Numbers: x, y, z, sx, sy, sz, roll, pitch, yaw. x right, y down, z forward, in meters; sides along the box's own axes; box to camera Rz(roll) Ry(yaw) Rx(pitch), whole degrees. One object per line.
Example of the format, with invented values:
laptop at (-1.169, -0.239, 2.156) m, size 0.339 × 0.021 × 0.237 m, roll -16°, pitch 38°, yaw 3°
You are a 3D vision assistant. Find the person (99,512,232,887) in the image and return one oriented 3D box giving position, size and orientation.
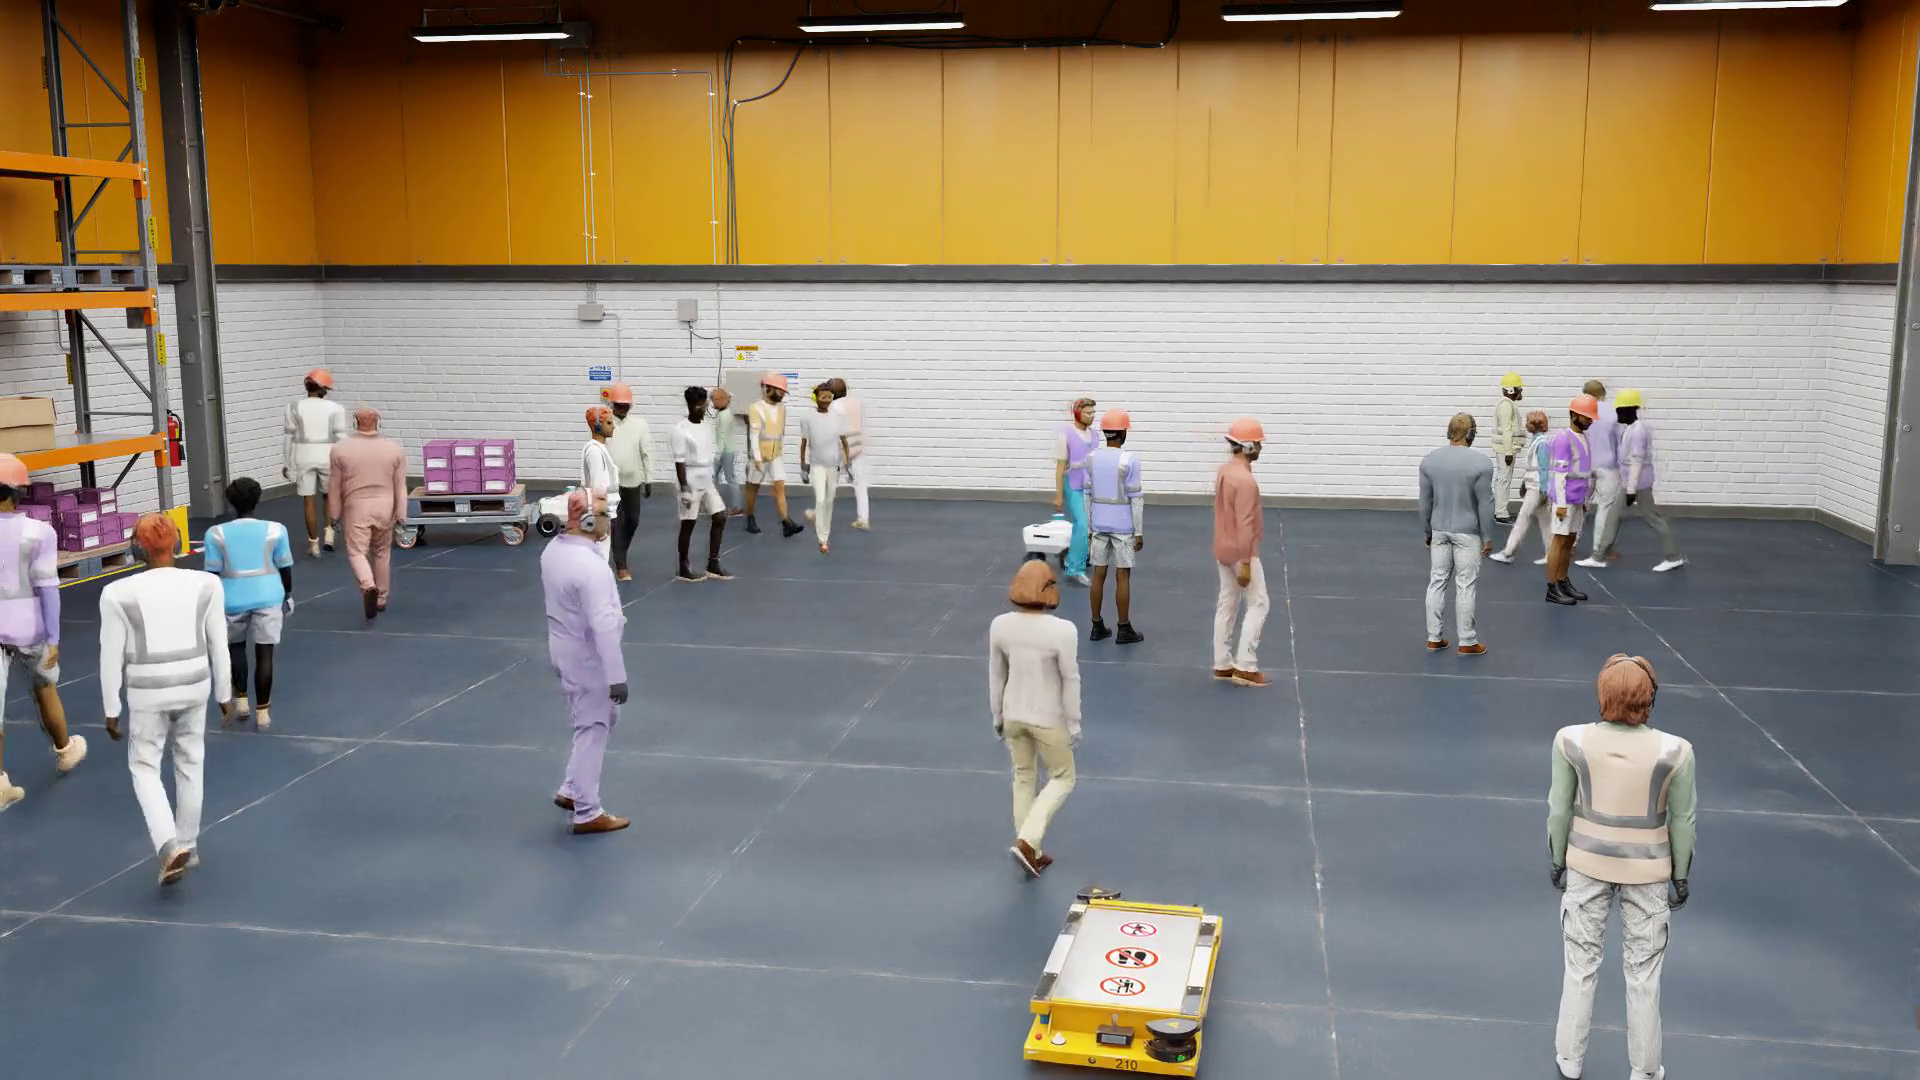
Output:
person at (-3.925, 0.783, 8.261) m, size 0.595 × 1.868 × 0.699 m, roll -7°, pitch 12°, yaw -37°

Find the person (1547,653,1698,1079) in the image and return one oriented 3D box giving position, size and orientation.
person at (2.435, 1.232, 6.156) m, size 0.513 × 1.645 × 0.307 m, roll 4°, pitch 10°, yaw 25°

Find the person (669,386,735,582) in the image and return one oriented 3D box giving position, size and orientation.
person at (-2.493, -0.533, 16.194) m, size 0.707 × 1.932 × 0.627 m, roll 5°, pitch 10°, yaw 28°

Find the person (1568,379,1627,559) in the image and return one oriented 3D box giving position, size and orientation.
person at (6.719, -0.736, 17.605) m, size 0.394 × 1.899 × 0.707 m, roll -7°, pitch 12°, yaw -39°

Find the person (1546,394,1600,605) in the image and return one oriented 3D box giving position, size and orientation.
person at (5.630, -0.375, 15.252) m, size 0.388 × 1.926 × 0.546 m, roll 9°, pitch 12°, yaw 43°

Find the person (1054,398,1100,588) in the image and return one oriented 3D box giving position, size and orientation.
person at (1.214, -0.454, 16.034) m, size 0.598 × 1.827 × 0.608 m, roll 7°, pitch 12°, yaw 39°

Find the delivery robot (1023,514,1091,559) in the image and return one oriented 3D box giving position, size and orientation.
delivery robot at (1.011, -0.022, 17.009) m, size 0.707 × 0.478 × 0.477 m, roll 4°, pitch 10°, yaw 26°

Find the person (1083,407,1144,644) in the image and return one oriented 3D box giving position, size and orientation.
person at (1.265, -0.118, 13.606) m, size 0.545 × 1.942 × 0.349 m, roll 7°, pitch 11°, yaw 36°

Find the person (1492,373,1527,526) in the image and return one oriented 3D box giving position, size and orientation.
person at (6.606, -1.097, 20.020) m, size 0.404 × 1.833 × 0.592 m, roll 2°, pitch 9°, yaw 15°

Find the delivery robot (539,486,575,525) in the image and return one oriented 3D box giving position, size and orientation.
delivery robot at (-4.485, -0.377, 19.214) m, size 0.707 × 0.478 × 0.477 m, roll -1°, pitch 9°, yaw -4°

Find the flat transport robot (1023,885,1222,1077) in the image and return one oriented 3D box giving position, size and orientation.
flat transport robot at (0.714, 1.793, 6.917) m, size 0.652 × 0.197 × 1.431 m, roll 2°, pitch 9°, yaw 13°

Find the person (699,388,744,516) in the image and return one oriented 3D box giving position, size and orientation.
person at (-2.993, -1.075, 20.547) m, size 0.679 × 1.602 × 0.519 m, roll -2°, pitch 9°, yaw -13°

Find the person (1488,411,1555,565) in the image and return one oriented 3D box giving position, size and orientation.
person at (5.858, -0.525, 17.183) m, size 0.814 × 1.601 × 0.545 m, roll 2°, pitch 9°, yaw 13°

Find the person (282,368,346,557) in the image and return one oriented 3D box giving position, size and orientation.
person at (-6.892, -0.823, 17.758) m, size 0.647 × 2.012 × 0.462 m, roll -5°, pitch 10°, yaw -26°

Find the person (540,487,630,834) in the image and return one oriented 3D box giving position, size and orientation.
person at (-1.978, 0.657, 8.942) m, size 0.435 × 1.892 × 0.684 m, roll -5°, pitch 11°, yaw -30°

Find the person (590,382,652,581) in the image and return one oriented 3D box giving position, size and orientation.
person at (-3.399, -0.612, 16.647) m, size 0.620 × 1.961 × 0.864 m, roll -4°, pitch 10°, yaw -24°

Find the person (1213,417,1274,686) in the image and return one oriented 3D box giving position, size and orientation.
person at (2.097, 0.083, 12.242) m, size 0.474 × 1.989 × 0.628 m, roll -2°, pitch 9°, yaw -13°

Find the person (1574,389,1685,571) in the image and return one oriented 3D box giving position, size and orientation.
person at (6.880, -0.598, 16.850) m, size 1.037 × 1.873 × 0.593 m, roll 2°, pitch 9°, yaw 10°

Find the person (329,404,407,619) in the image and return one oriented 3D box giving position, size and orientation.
person at (-5.182, -0.250, 14.616) m, size 0.647 × 1.878 × 0.798 m, roll -6°, pitch 11°, yaw -32°

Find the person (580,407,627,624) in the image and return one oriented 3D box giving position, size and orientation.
person at (-3.094, -0.209, 14.352) m, size 0.355 × 1.883 × 0.573 m, roll -3°, pitch 10°, yaw -15°

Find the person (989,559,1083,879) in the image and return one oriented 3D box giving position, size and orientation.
person at (0.358, 0.900, 8.252) m, size 0.514 × 1.621 × 0.435 m, roll 6°, pitch 11°, yaw 33°

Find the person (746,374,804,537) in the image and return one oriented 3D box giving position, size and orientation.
person at (-2.176, -0.965, 19.115) m, size 0.581 × 1.853 × 1.021 m, roll -8°, pitch 12°, yaw -41°

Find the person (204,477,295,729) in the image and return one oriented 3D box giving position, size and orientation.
person at (-4.731, 0.410, 11.127) m, size 0.545 × 1.674 × 0.501 m, roll -3°, pitch 10°, yaw -19°

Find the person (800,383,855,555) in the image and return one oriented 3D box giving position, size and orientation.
person at (-1.420, -0.770, 17.984) m, size 0.536 × 1.842 × 0.807 m, roll -4°, pitch 10°, yaw -23°

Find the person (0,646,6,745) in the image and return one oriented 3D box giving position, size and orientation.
person at (-4.799, 0.831, 7.764) m, size 0.636 × 1.920 × 0.577 m, roll -6°, pitch 11°, yaw -33°

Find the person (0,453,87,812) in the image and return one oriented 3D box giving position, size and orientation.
person at (-5.467, 0.494, 9.645) m, size 0.614 × 1.999 × 1.003 m, roll -2°, pitch 9°, yaw -11°

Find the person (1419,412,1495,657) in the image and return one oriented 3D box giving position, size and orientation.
person at (3.929, -0.042, 13.166) m, size 0.627 × 1.934 × 0.370 m, roll 9°, pitch 13°, yaw 44°

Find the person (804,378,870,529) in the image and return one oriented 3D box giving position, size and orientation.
person at (-1.443, -1.030, 19.753) m, size 0.956 × 1.777 × 0.651 m, roll 8°, pitch 12°, yaw 41°
